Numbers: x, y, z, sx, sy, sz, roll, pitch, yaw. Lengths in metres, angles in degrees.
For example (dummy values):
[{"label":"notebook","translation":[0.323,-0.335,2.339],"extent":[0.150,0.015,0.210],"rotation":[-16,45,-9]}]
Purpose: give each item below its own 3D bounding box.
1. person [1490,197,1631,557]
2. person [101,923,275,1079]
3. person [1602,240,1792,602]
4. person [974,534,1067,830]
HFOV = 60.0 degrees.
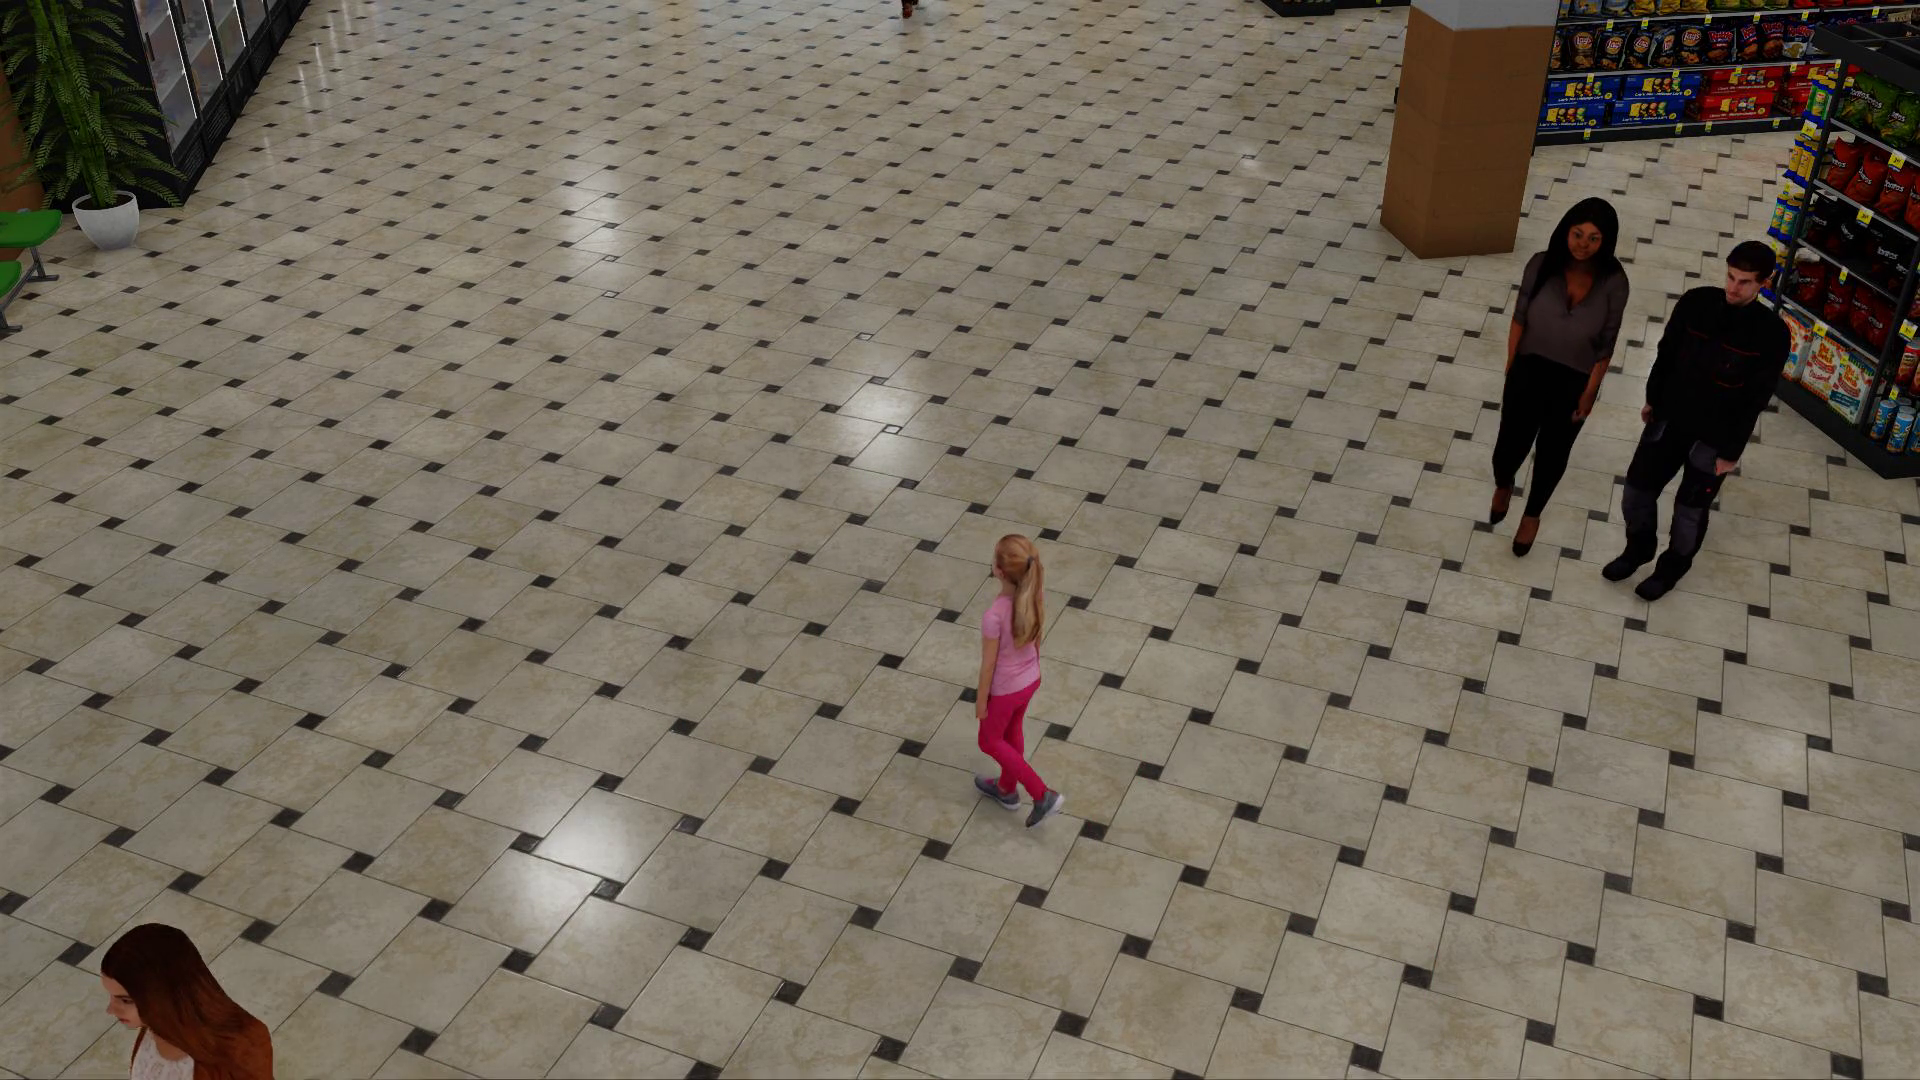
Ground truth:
[{"label":"person","translation":[2.824,-0.775,7.857],"extent":[0.783,1.828,0.849],"rotation":[15,35,22]},{"label":"person","translation":[-1.757,1.537,4.256],"extent":[0.717,1.706,0.804],"rotation":[13,34,19]},{"label":"person","translation":[3.374,-0.533,7.477],"extent":[0.828,1.818,0.842],"rotation":[-18,36,-27]},{"label":"person","translation":[0.232,0.554,6.256],"extent":[0.775,1.263,0.733],"rotation":[24,39,33]}]
